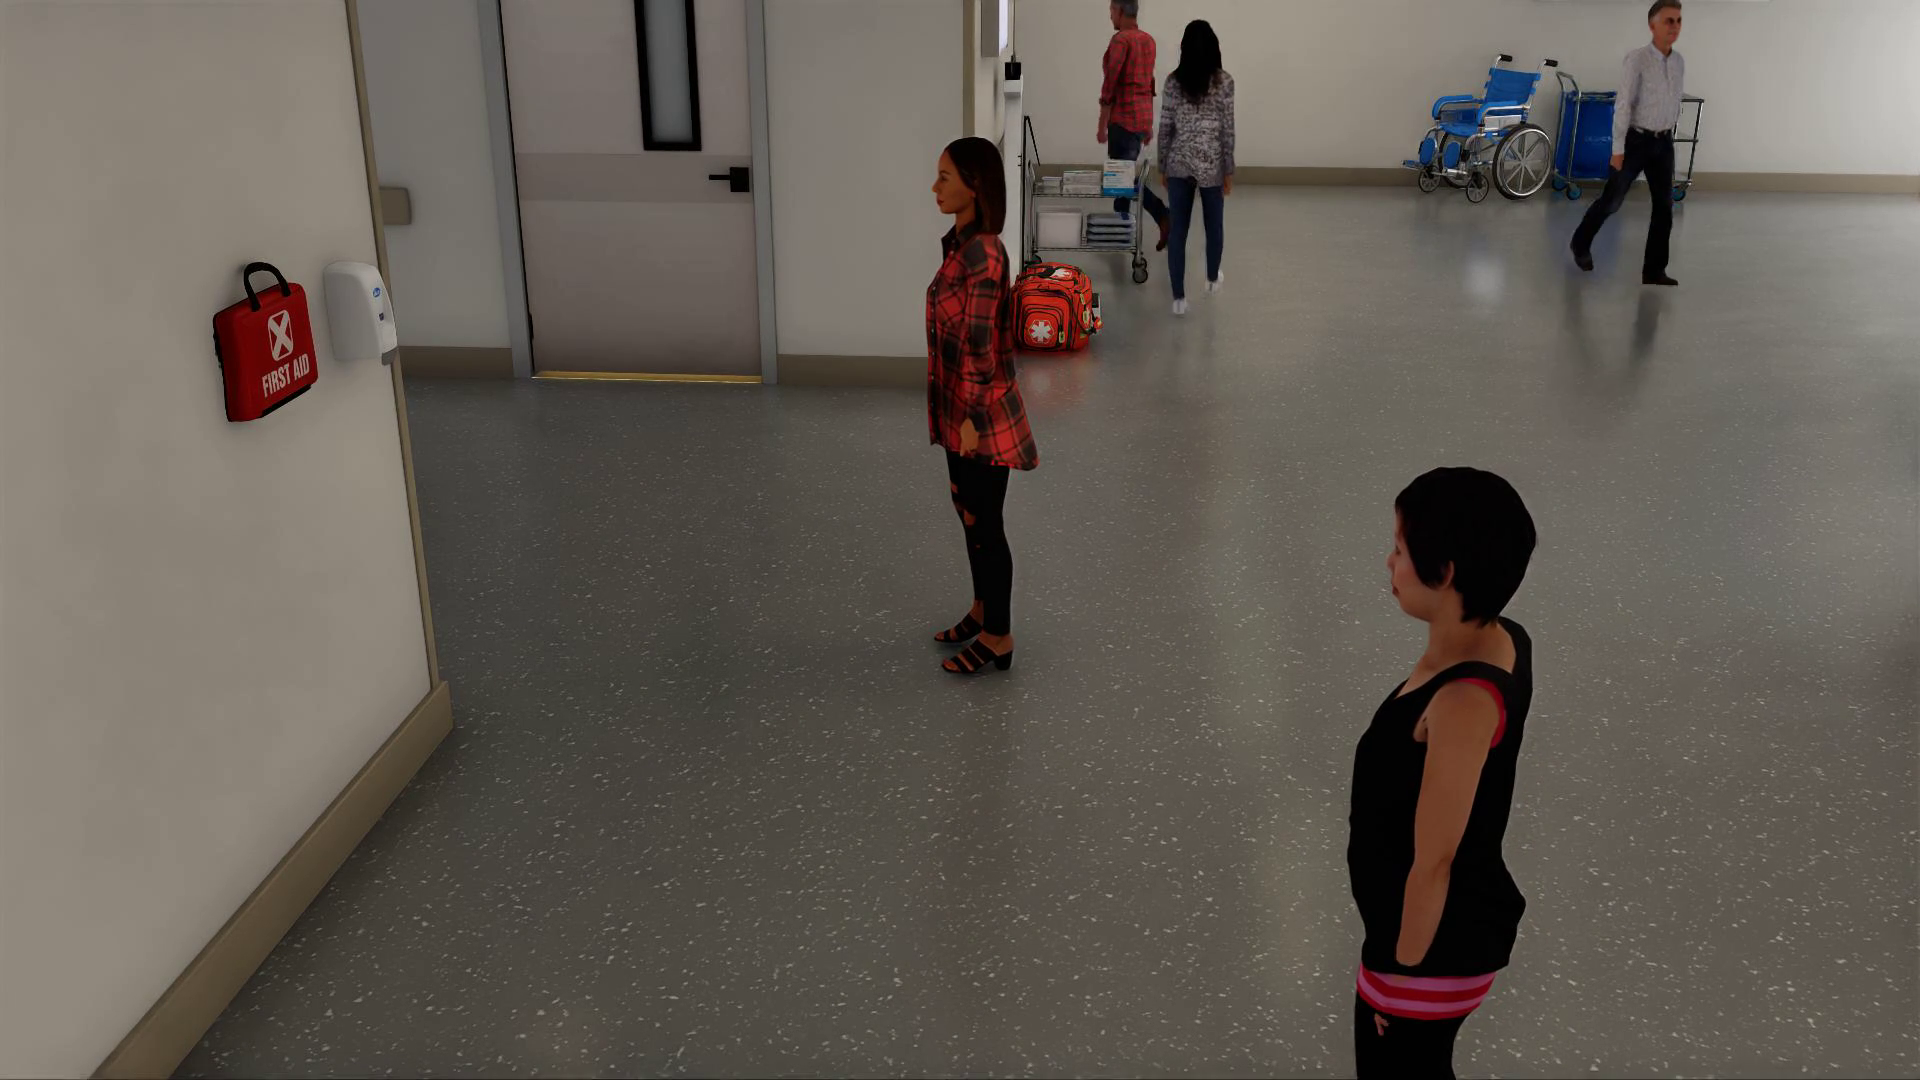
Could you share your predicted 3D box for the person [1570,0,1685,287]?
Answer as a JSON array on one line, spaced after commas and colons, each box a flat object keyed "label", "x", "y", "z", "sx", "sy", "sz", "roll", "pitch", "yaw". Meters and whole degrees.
[{"label": "person", "x": 4.397, "y": -2.578, "z": 10.857, "sx": 0.991, "sy": 1.785, "sz": 1.279, "roll": -7, "pitch": 22, "yaw": -17}]

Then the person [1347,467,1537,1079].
[{"label": "person", "x": 0.784, "y": 0.624, "z": 2.734, "sx": 0.666, "sy": 1.550, "sz": 0.541, "roll": 8, "pitch": 22, "yaw": 20}]

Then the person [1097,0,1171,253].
[{"label": "person", "x": 1.269, "y": -2.903, "z": 11.771, "sx": 1.102, "sy": 1.744, "sz": 1.123, "roll": 12, "pitch": 24, "yaw": 29}]

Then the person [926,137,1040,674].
[{"label": "person", "x": 0.056, "y": -0.403, "z": 5.232, "sx": 0.740, "sy": 1.702, "sz": 0.593, "roll": -5, "pitch": 21, "yaw": -13}]

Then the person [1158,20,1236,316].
[{"label": "person", "x": 1.392, "y": -2.192, "z": 9.959, "sx": 0.731, "sy": 1.698, "sz": 1.094, "roll": 5, "pitch": 21, "yaw": 13}]
